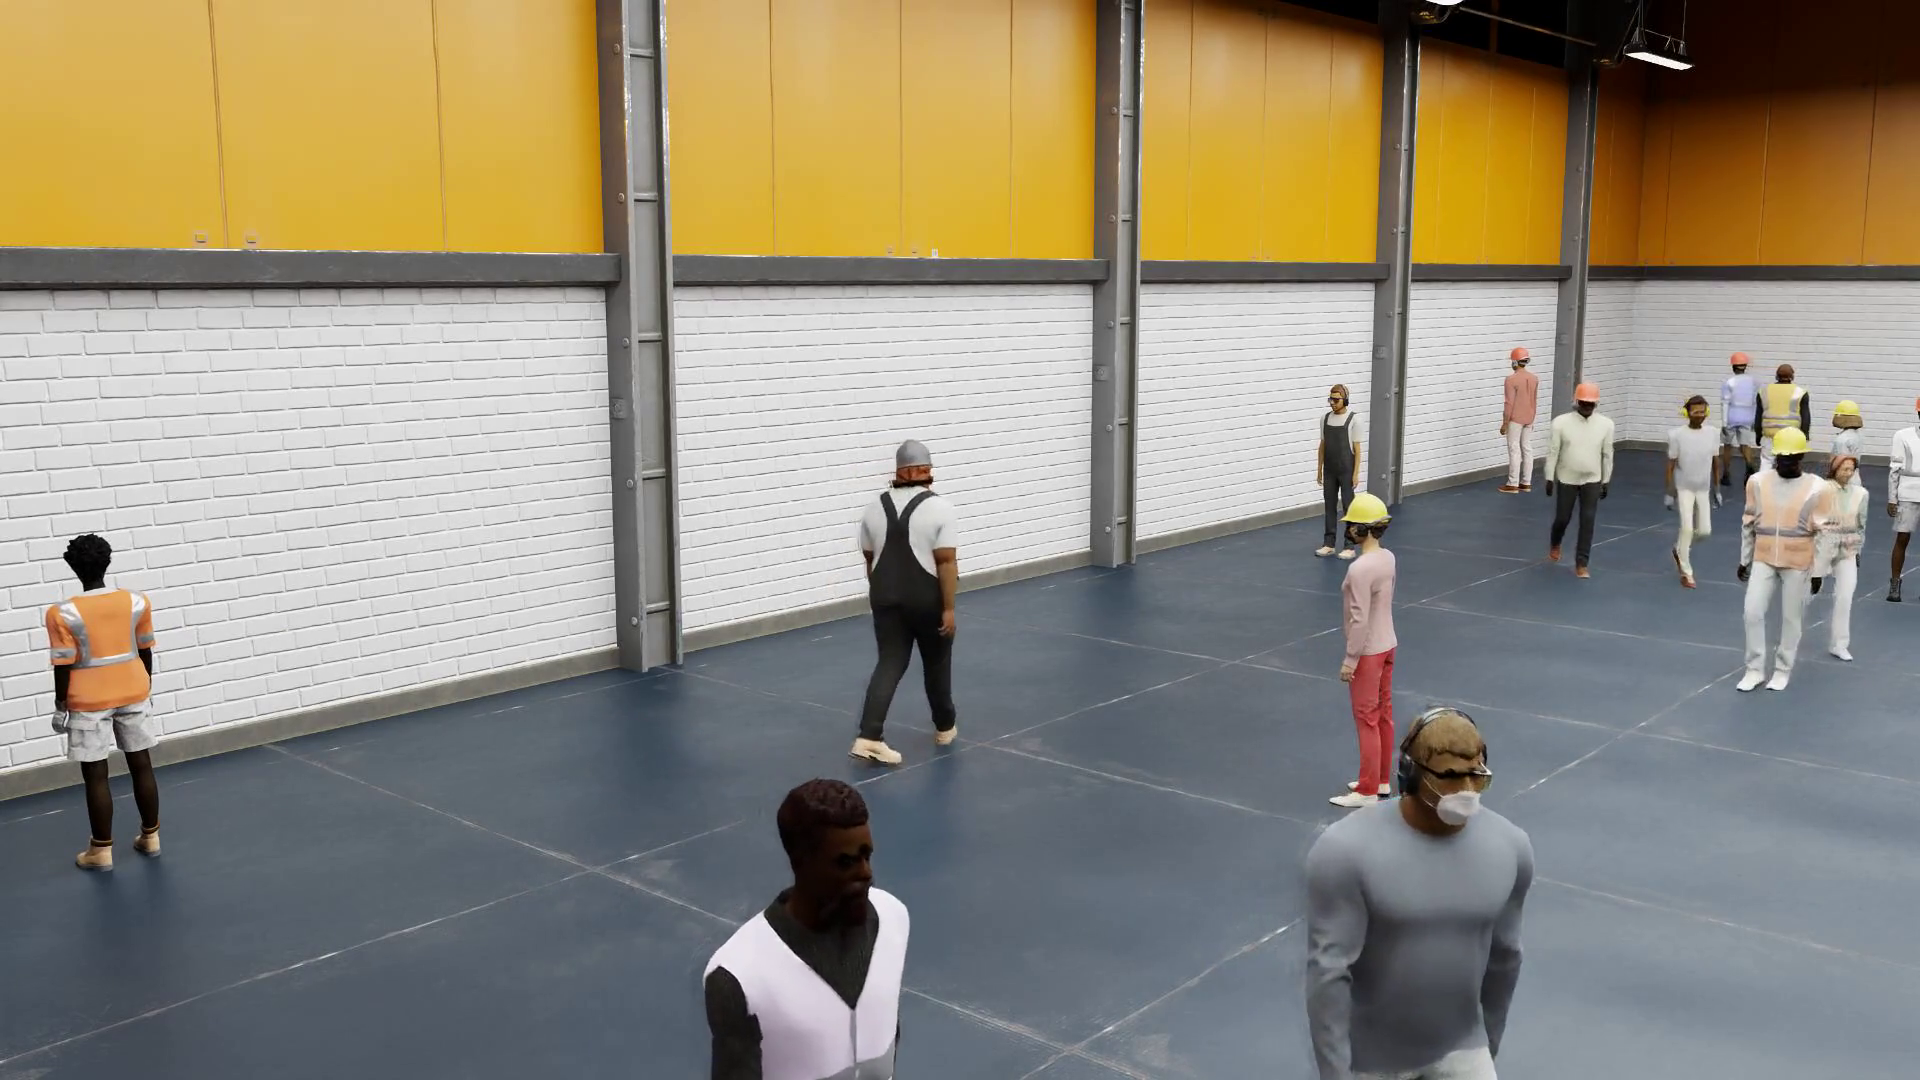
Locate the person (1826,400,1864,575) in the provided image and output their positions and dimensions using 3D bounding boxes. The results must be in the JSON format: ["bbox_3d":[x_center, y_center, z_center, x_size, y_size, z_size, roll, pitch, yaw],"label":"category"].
[{"bbox_3d":[8.773,-0.518,16.539,0.487,1.743,0.315,-8,12,-42],"label":"person"}]

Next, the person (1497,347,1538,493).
[{"bbox_3d":[7.639,-1.638,22.787,0.612,1.995,0.393,-5,11,-31],"label":"person"}]

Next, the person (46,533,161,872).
[{"bbox_3d":[-4.292,0.810,8.356,0.321,1.694,0.529,7,11,36],"label":"person"}]

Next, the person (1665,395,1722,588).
[{"bbox_3d":[7.038,-0.483,16.002,0.535,1.852,0.590,0,9,-2],"label":"person"}]

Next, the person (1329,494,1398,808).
[{"bbox_3d":[2.266,0.621,9.318,0.329,1.769,0.526,6,11,34],"label":"person"}]

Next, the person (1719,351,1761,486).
[{"bbox_3d":[10.939,-1.681,23.316,0.554,1.917,0.690,1,9,4],"label":"person"}]

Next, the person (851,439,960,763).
[{"bbox_3d":[-0.312,0.331,10.281,0.728,2.000,0.977,4,10,25],"label":"person"}]

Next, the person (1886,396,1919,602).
[{"bbox_3d":[8.729,-0.384,15.094,0.552,1.937,0.356,3,10,20],"label":"person"}]

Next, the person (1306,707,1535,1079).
[{"bbox_3d":[1.193,1.353,4.374,0.641,1.890,1.013,-1,9,-6],"label":"person"}]

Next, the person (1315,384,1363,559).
[{"bbox_3d":[3.988,-0.721,17.525,0.505,1.842,0.332,9,12,43],"label":"person"}]

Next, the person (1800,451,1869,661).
[{"bbox_3d":[6.823,0.094,13.074,0.521,1.612,0.712,0,9,2],"label":"person"}]

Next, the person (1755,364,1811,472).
[{"bbox_3d":[10.664,-1.367,21.594,0.642,1.839,0.448,8,12,40],"label":"person"}]

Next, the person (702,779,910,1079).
[{"bbox_3d":[-0.335,1.446,3.827,1.033,1.868,0.603,9,13,44],"label":"person"}]

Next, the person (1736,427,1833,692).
[{"bbox_3d":[5.794,0.156,11.785,0.622,1.904,0.667,8,12,43],"label":"person"}]

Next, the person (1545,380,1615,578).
[{"bbox_3d":[6.136,-0.621,16.521,0.628,1.965,0.743,2,9,10],"label":"person"}]
